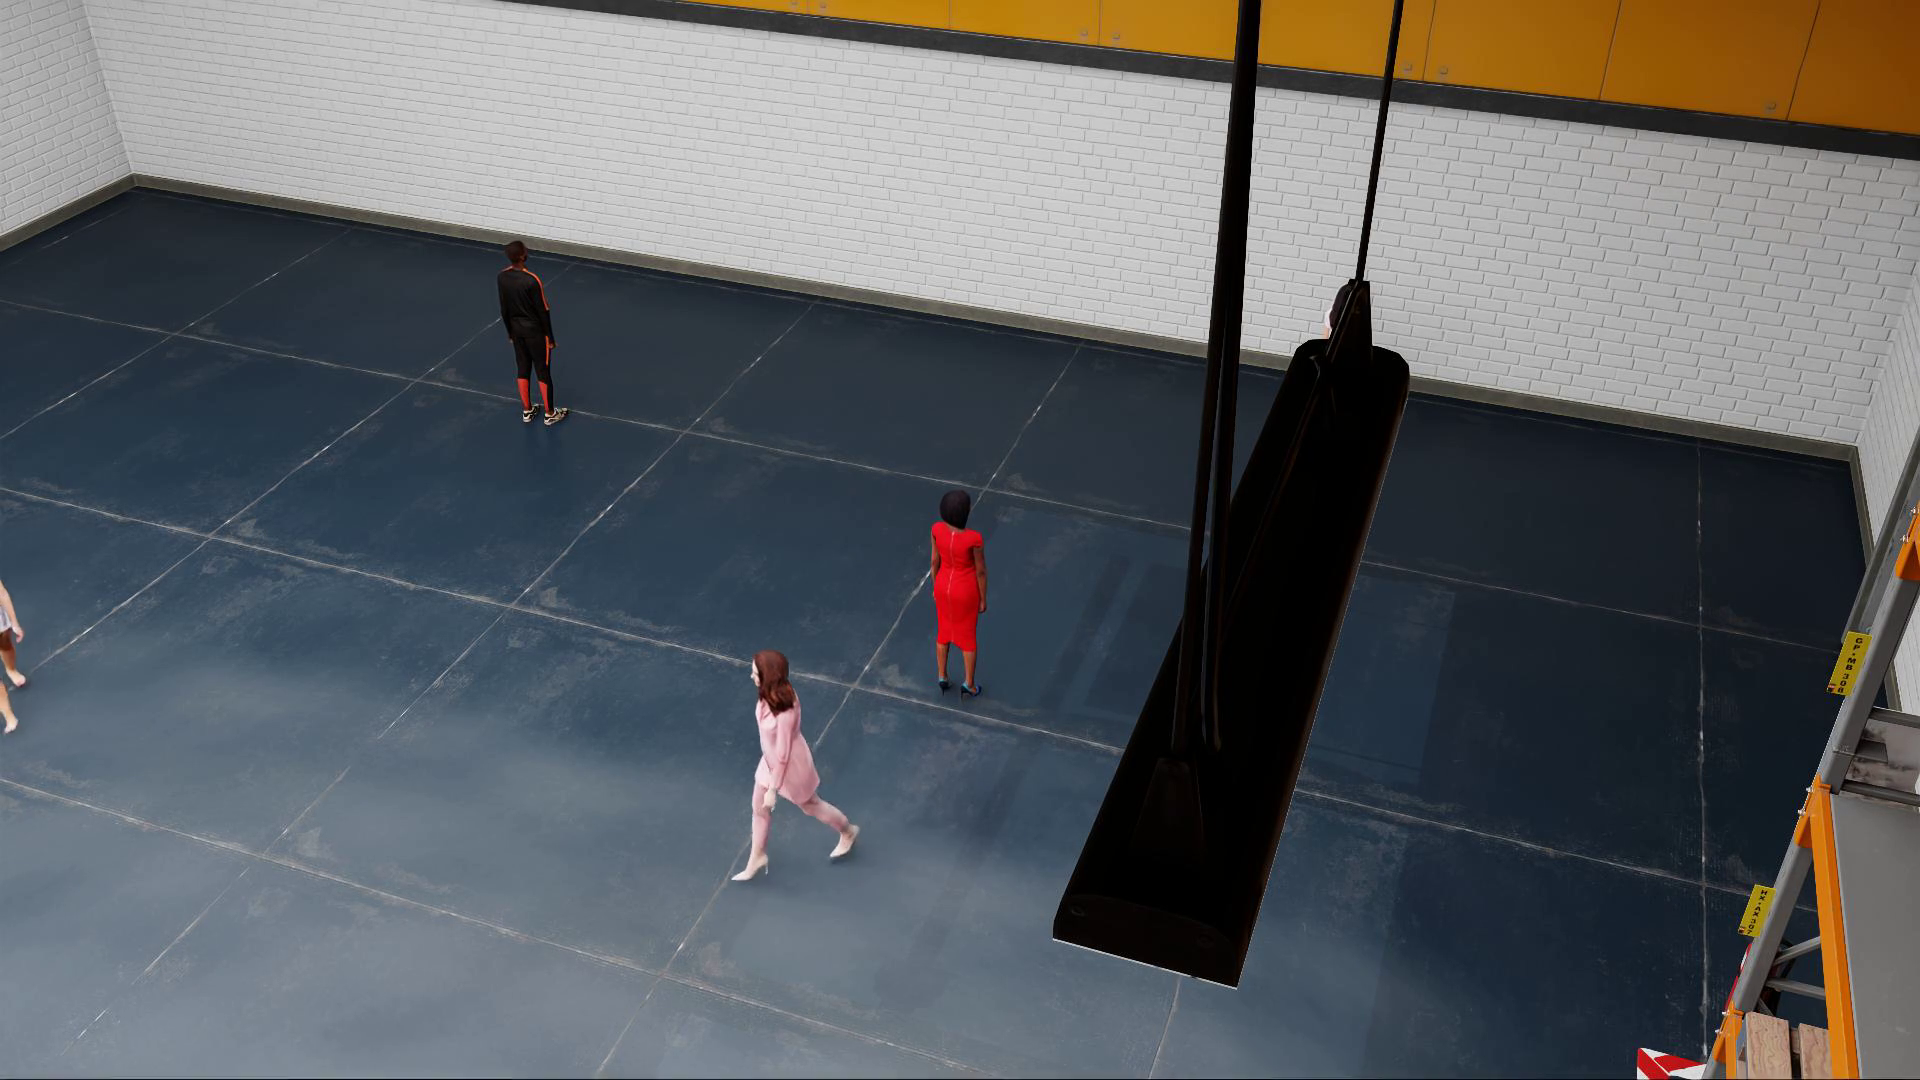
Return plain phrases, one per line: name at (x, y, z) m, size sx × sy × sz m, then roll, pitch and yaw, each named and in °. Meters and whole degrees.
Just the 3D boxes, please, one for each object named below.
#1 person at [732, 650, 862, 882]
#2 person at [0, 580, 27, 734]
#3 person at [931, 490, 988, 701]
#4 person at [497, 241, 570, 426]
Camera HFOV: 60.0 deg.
person at (-0.984, 1.419, 10.454) m, size 1.166 × 1.757 × 1.068 m, roll -17°, pitch 37°, yaw -23°
person at (-7.024, 0.532, 11.954) m, size 1.086 × 1.574 × 1.086 m, roll -19°, pitch 38°, yaw -26°
person at (-0.022, 0.397, 12.006) m, size 0.588 × 1.743 × 0.534 m, roll 15°, pitch 36°, yaw 21°
person at (-4.010, -1.934, 15.454) m, size 0.630 × 1.808 × 0.520 m, roll 11°, pitch 35°, yaw 15°
